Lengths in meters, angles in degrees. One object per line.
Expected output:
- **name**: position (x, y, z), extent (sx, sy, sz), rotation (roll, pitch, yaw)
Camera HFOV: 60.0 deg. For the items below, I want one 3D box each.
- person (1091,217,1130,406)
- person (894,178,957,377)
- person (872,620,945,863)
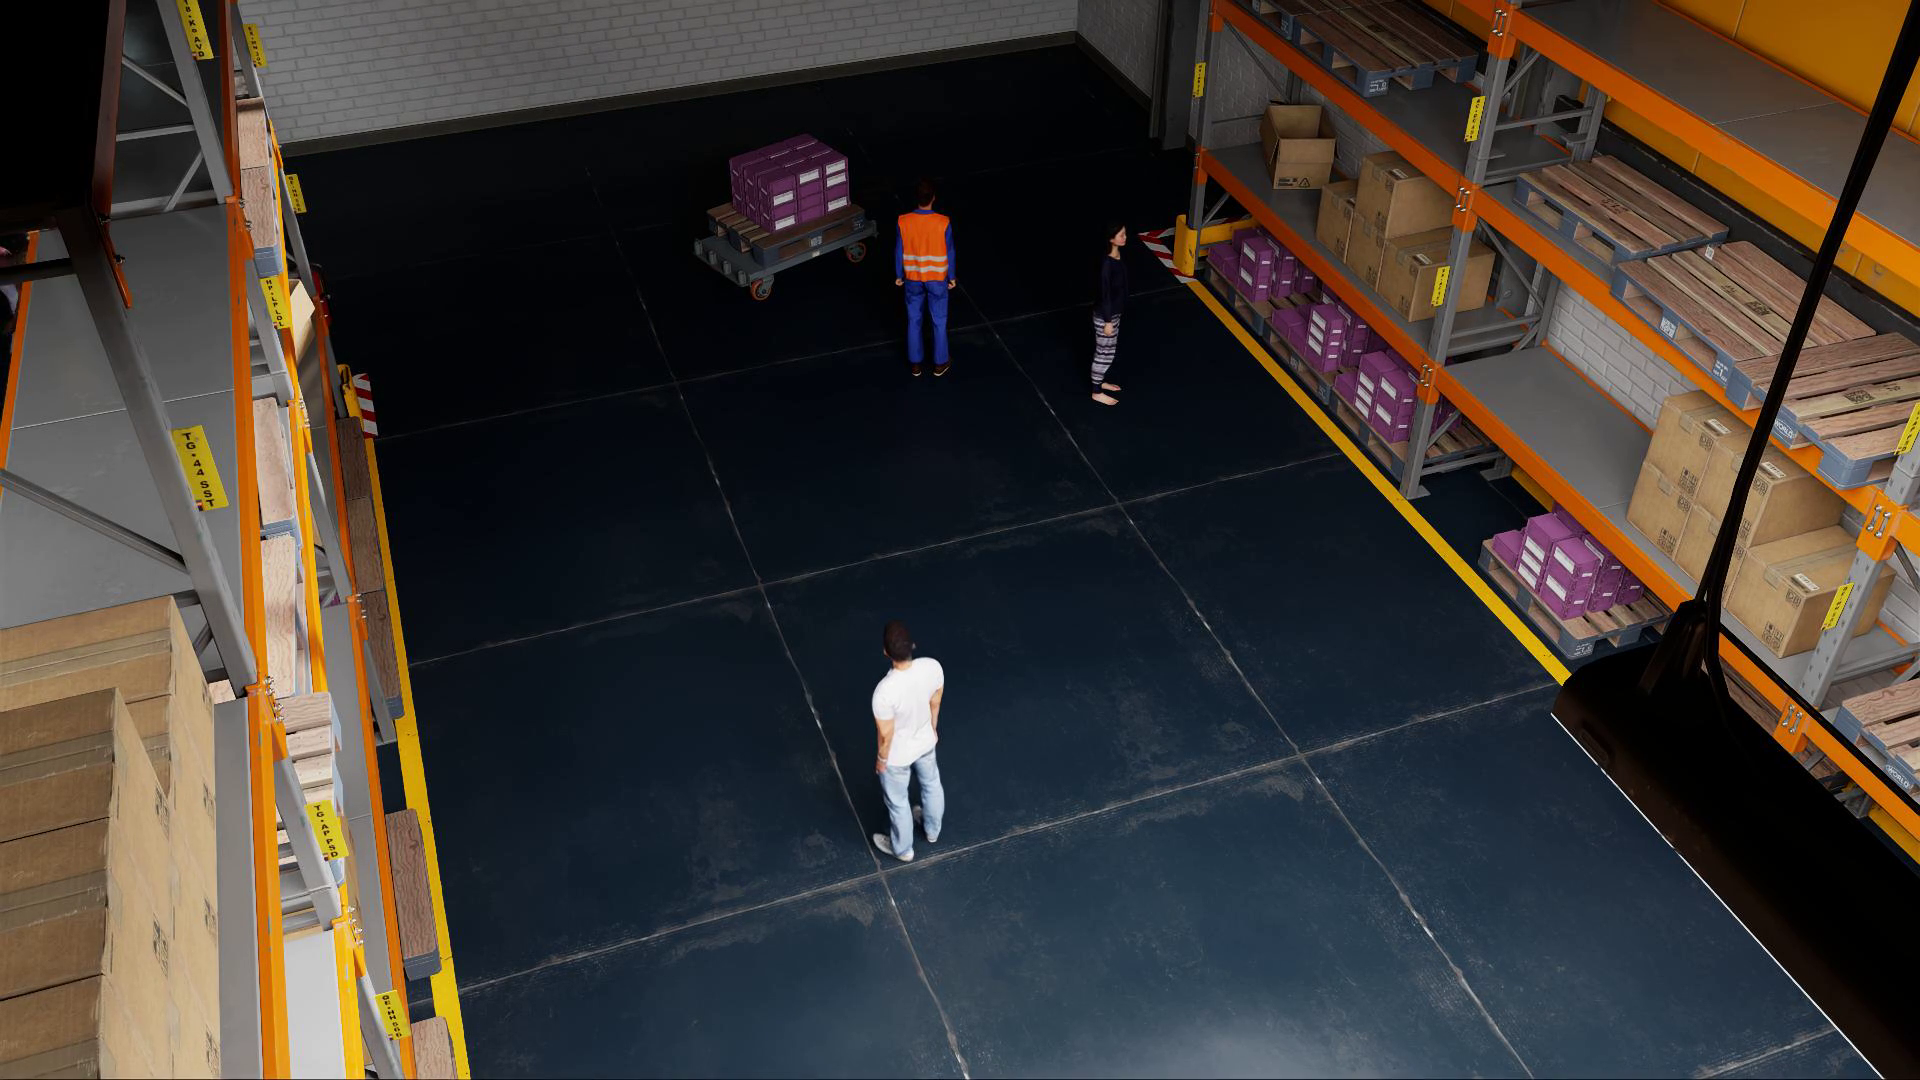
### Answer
- **person**: position (1.265, -1.978, 14.247), extent (0.741, 1.735, 0.637), rotation (8, 39, 10)
- **person**: position (-0.301, -2.293, 14.539), extent (0.784, 1.863, 0.766), rotation (3, 39, 4)
- **person**: position (-0.317, 1.231, 10.127), extent (0.747, 1.862, 0.704), rotation (-28, 47, -31)
